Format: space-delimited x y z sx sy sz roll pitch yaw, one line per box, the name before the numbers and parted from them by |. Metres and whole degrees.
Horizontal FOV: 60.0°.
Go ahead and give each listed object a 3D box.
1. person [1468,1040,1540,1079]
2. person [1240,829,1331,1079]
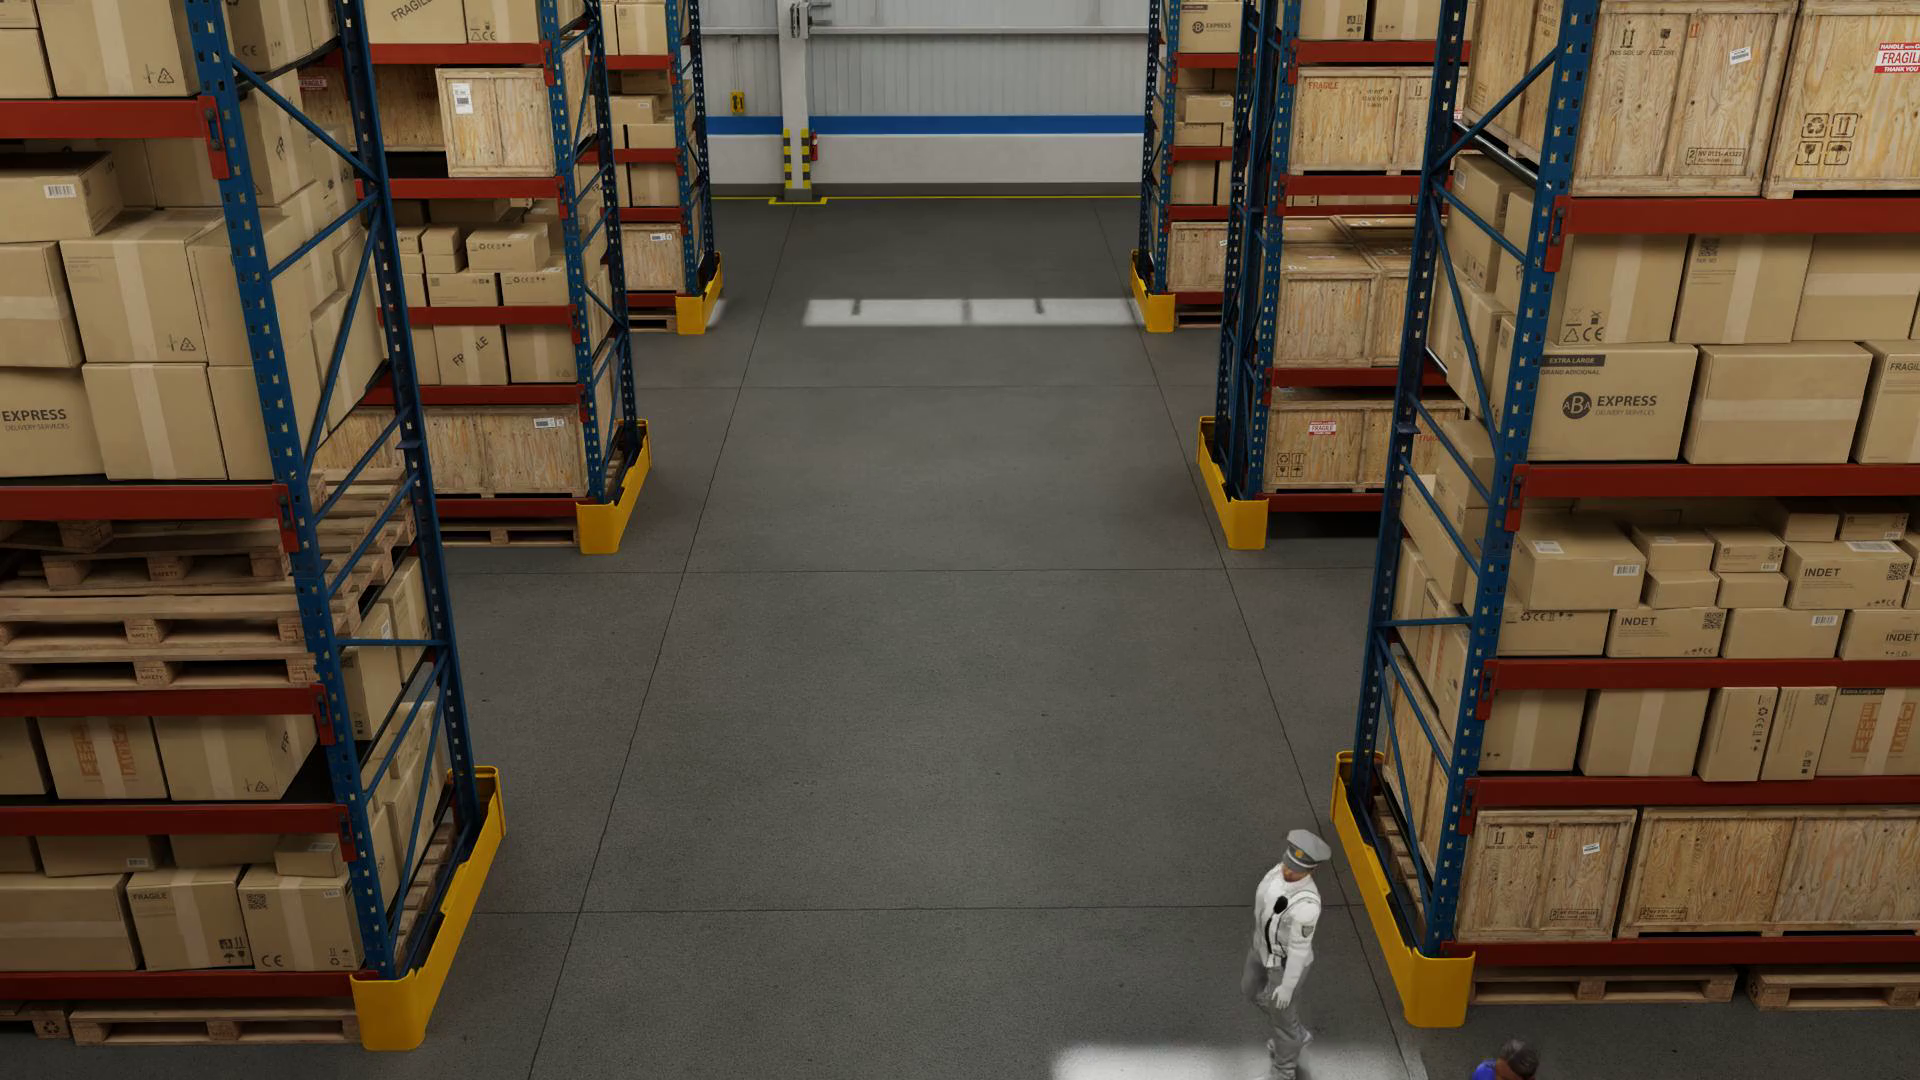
person | 2.505 2.941 7.726 0.835 1.657 0.448 -17 30 -31
person | 1.798 2.280 9.077 0.444 1.676 0.488 -5 25 -10
